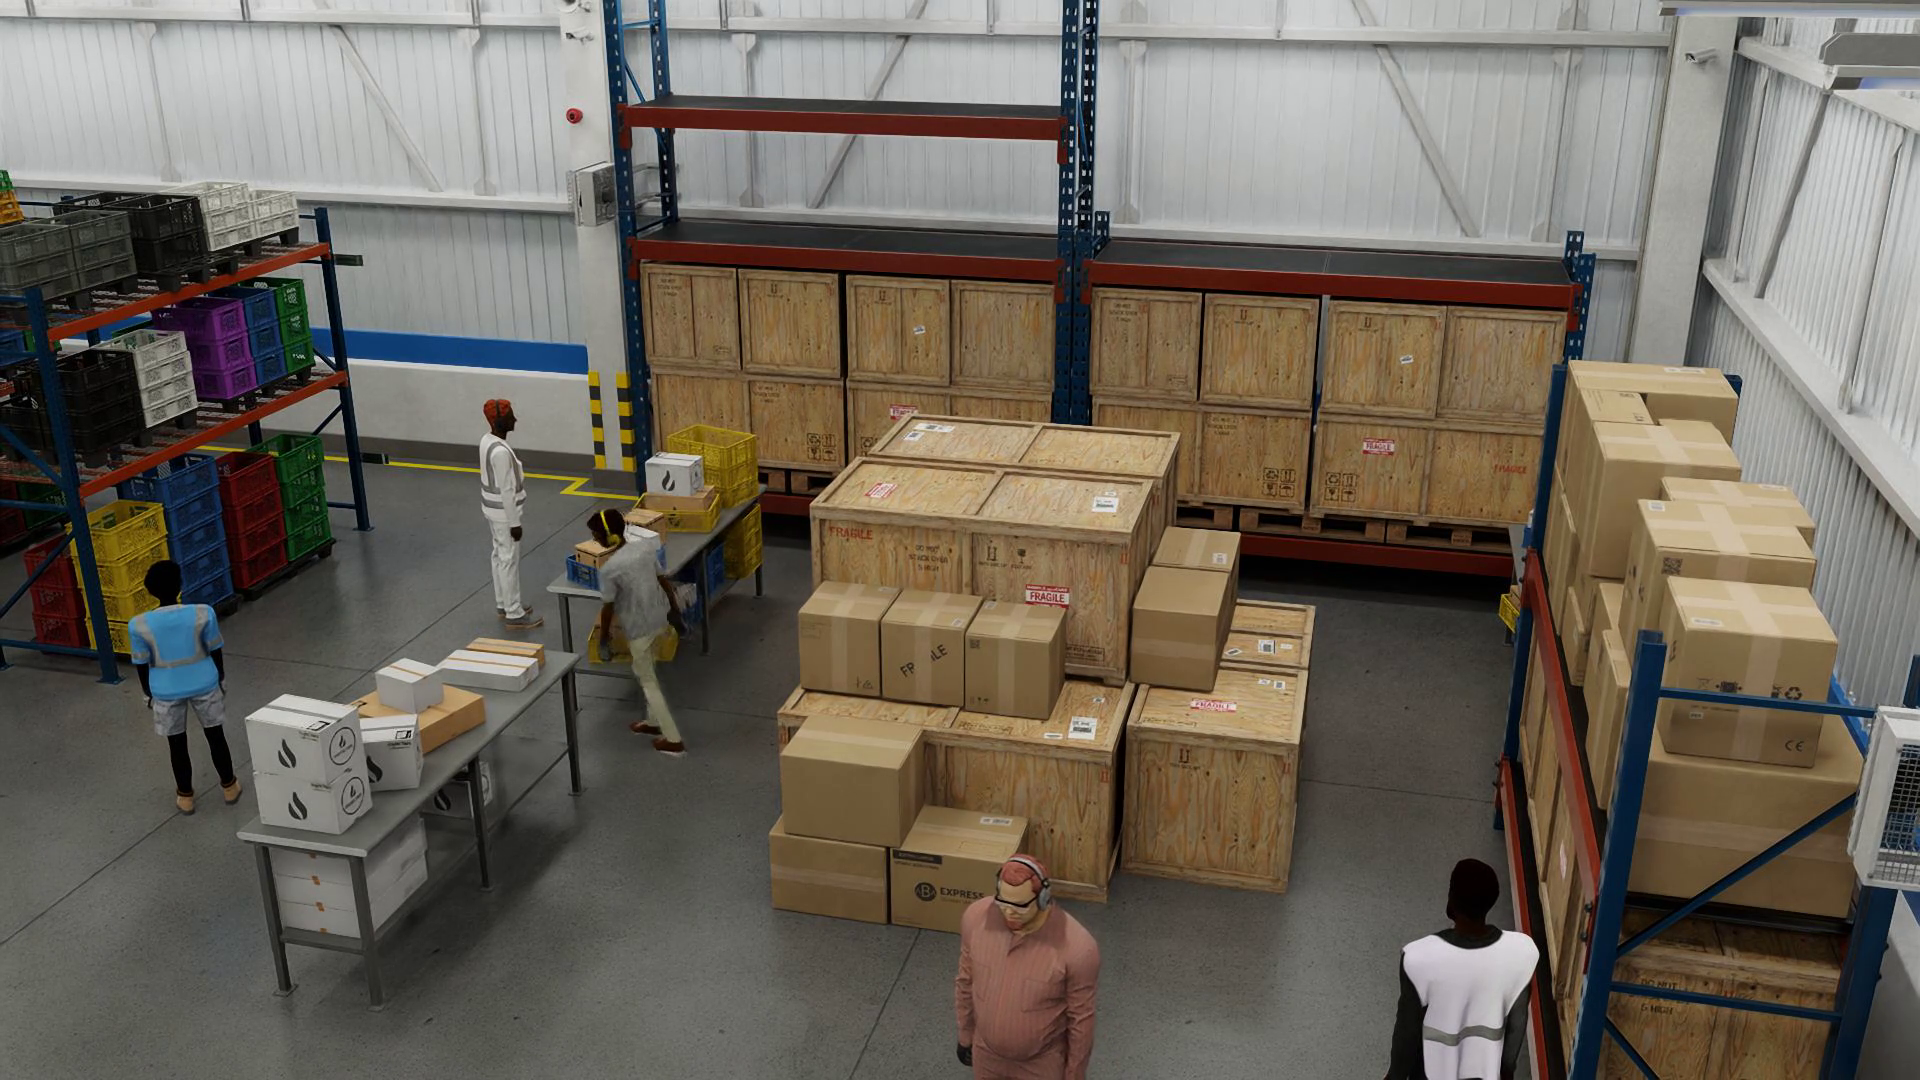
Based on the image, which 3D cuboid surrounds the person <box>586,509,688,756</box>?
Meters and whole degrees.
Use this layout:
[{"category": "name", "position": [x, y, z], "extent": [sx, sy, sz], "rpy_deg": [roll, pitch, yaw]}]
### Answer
[{"category": "person", "position": [-2.190, 0.613, 11.247], "extent": [0.645, 1.814, 0.601], "rpy_deg": [11, 24, 27]}]

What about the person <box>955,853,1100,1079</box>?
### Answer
[{"category": "person", "position": [0.252, 2.170, 7.071], "extent": [0.645, 1.899, 0.401], "rpy_deg": [11, 23, 26]}]

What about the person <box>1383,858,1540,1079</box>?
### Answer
[{"category": "person", "position": [2.073, 2.195, 6.972], "extent": [0.592, 1.922, 0.392], "rpy_deg": [-4, 21, -10]}]

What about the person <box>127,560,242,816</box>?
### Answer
[{"category": "person", "position": [-4.927, 0.937, 10.566], "extent": [0.536, 1.699, 0.322], "rpy_deg": [-10, 23, -25]}]

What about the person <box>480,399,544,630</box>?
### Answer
[{"category": "person", "position": [-3.637, -0.215, 13.331], "extent": [0.361, 1.883, 0.574], "rpy_deg": [-10, 23, -24]}]
